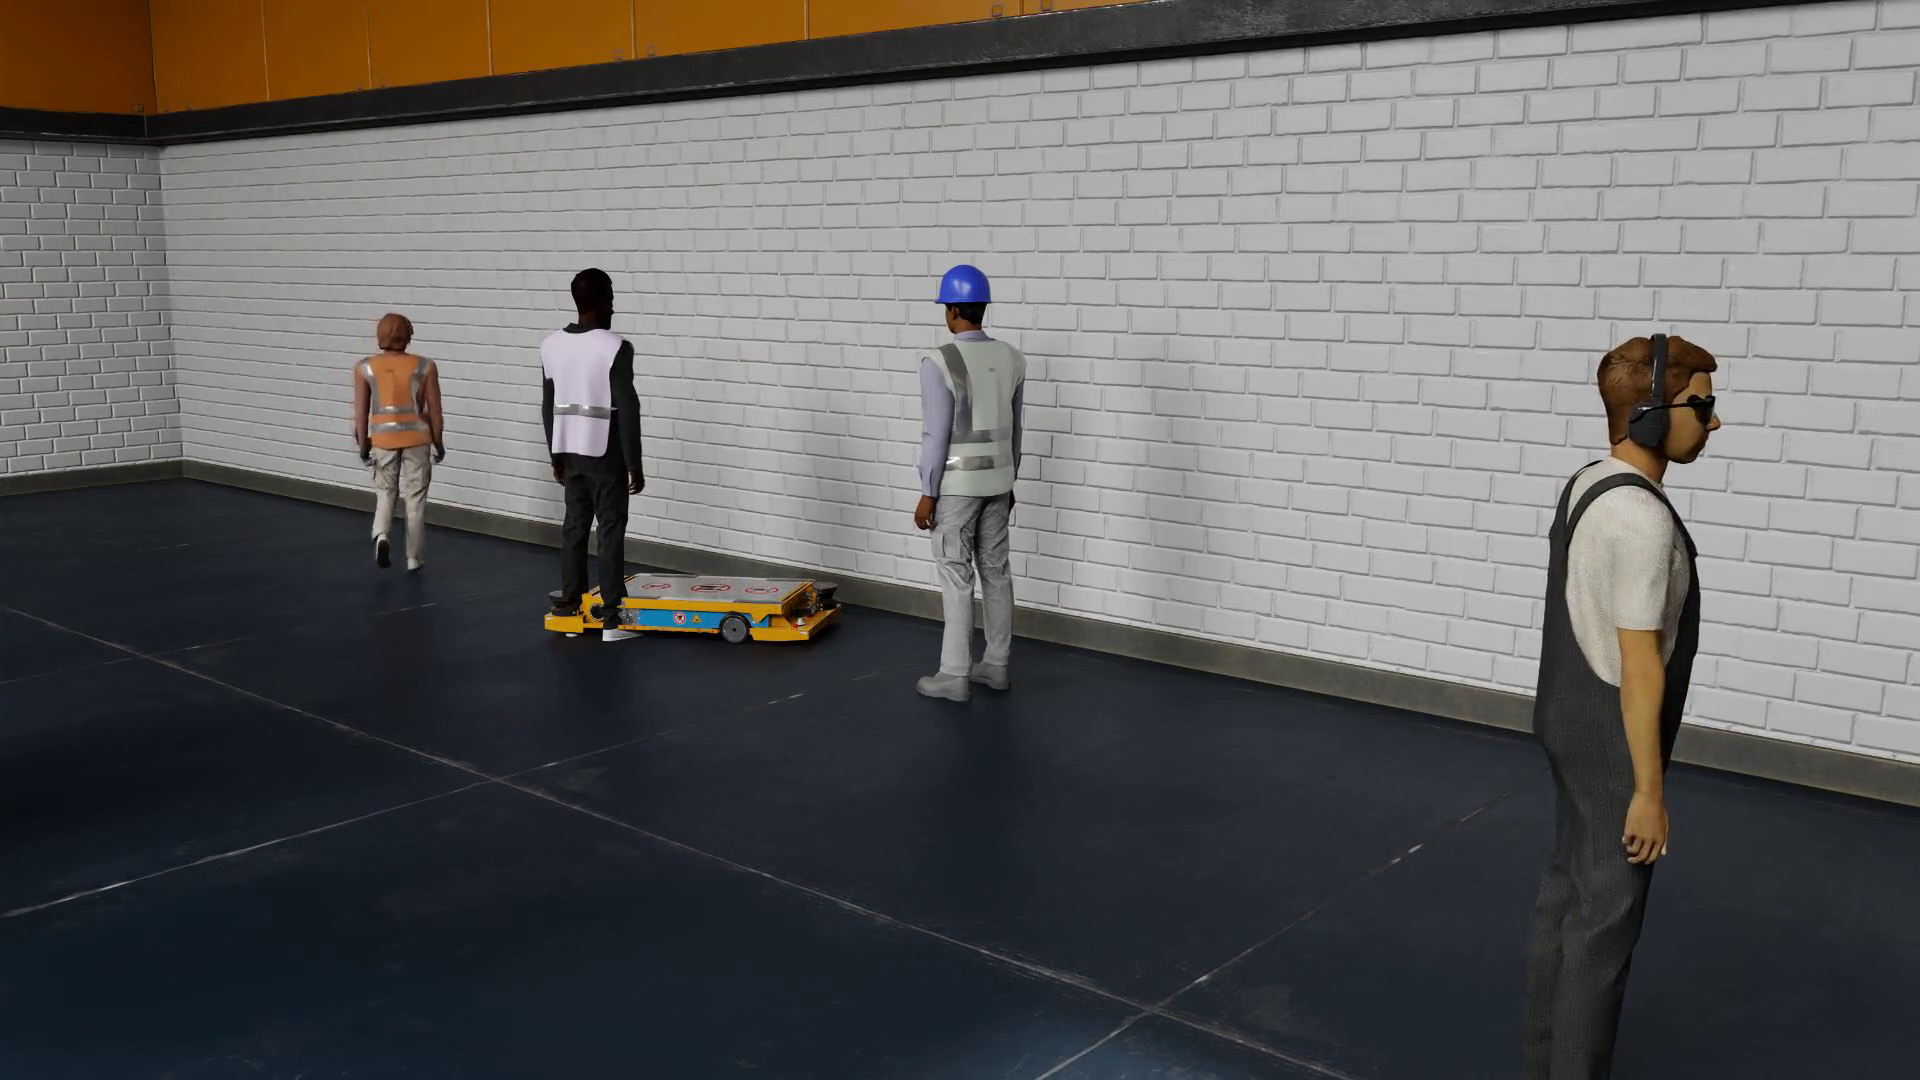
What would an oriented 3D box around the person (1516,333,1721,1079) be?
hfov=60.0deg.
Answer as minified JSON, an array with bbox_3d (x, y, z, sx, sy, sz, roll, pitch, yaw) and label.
[{"bbox_3d":[1.430,0.474,3.638,0.325,1.843,0.517,1,10,6],"label":"person"}]

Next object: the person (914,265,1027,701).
[{"bbox_3d":[0.038,-0.253,7.485,0.389,1.946,0.614,10,14,44],"label":"person"}]

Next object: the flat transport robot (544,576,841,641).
[{"bbox_3d":[-1.406,0.346,8.844,1.431,0.197,0.652,2,10,11],"label":"flat transport robot"}]

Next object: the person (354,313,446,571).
[{"bbox_3d":[-3.469,-0.589,10.316,0.518,1.627,0.435,-1,10,-7],"label":"person"}]

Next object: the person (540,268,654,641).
[{"bbox_3d":[-1.888,-0.431,8.585,0.597,1.917,0.383,5,11,28],"label":"person"}]
